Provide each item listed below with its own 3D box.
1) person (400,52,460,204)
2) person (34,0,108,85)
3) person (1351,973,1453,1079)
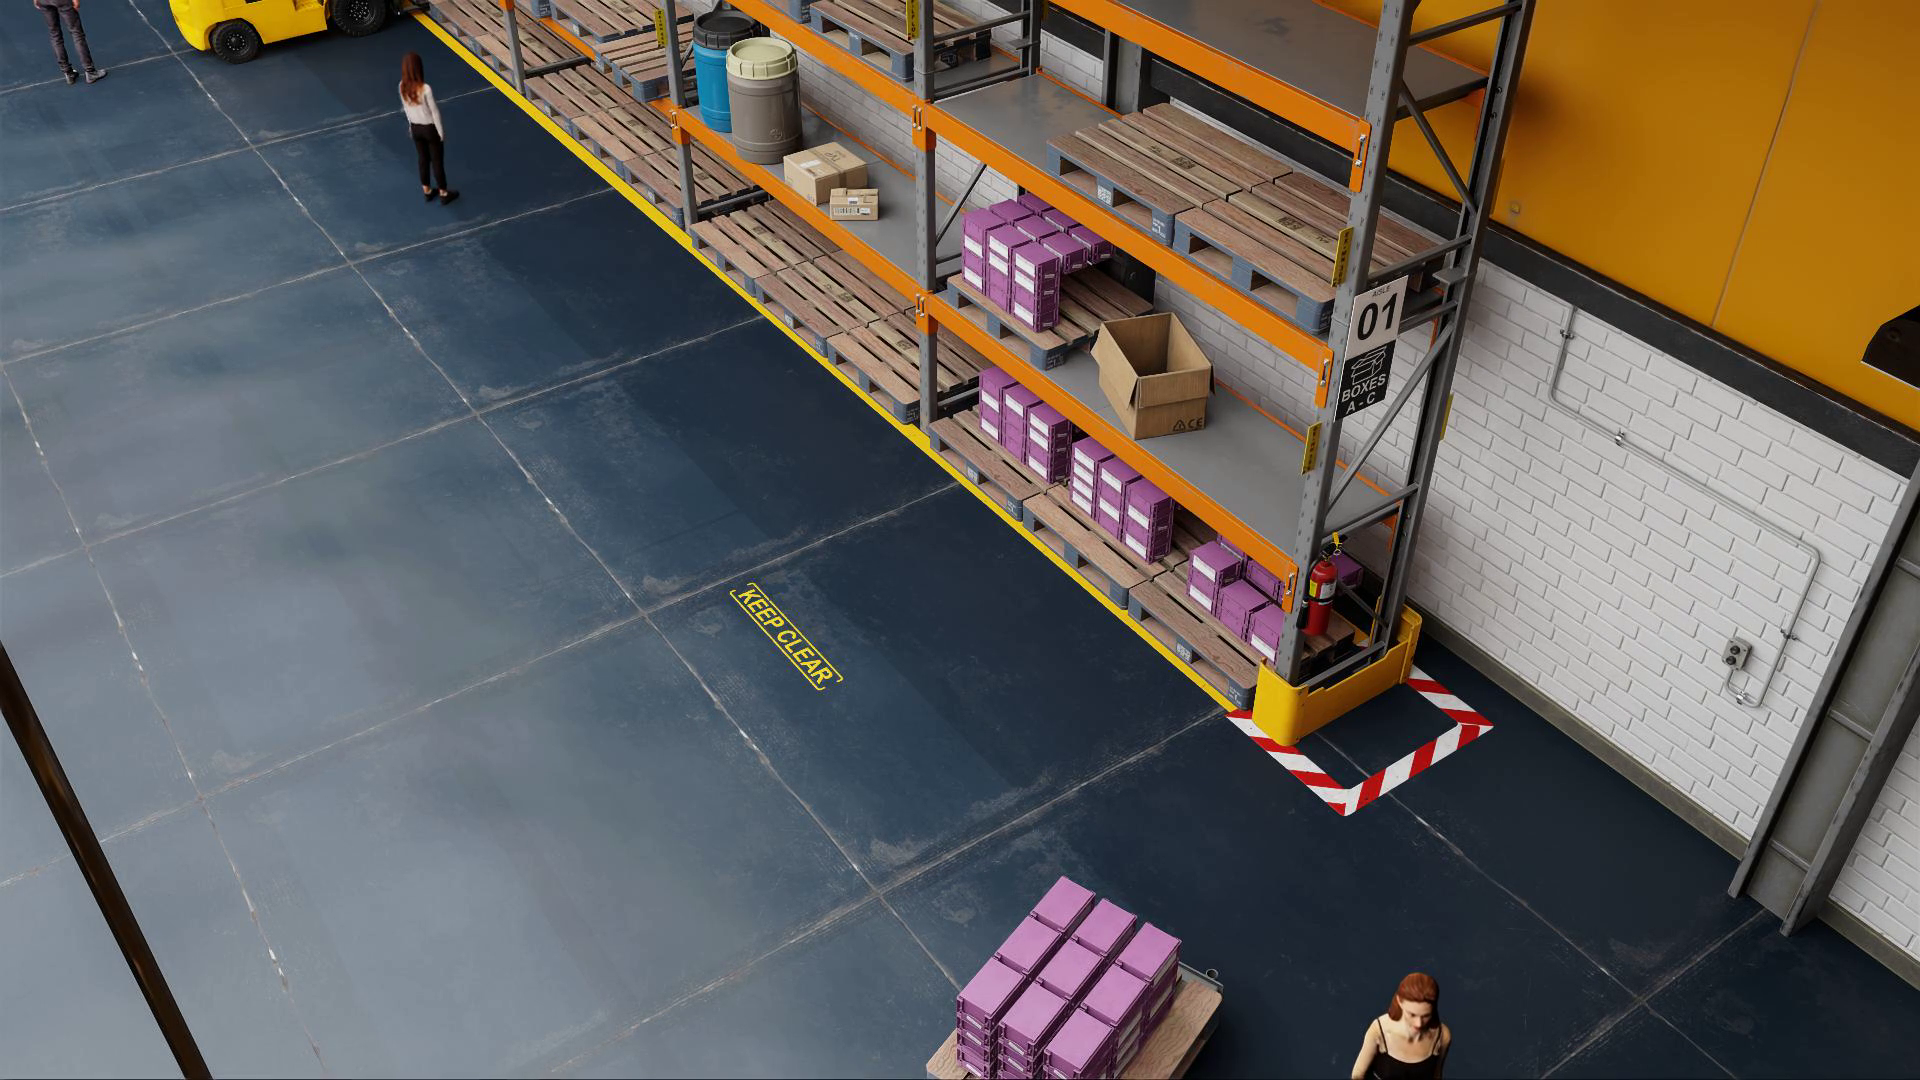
[{"bbox_3d":[-5.122,-3.937,15.914,0.596,1.483,0.688,12,40,15],"label":"person"},{"bbox_3d":[-9.834,-5.888,18.047,0.721,1.870,0.737,-1,39,-1],"label":"person"},{"bbox_3d":[1.989,2.552,7.677,0.675,1.624,0.719,1,39,1],"label":"person"}]
